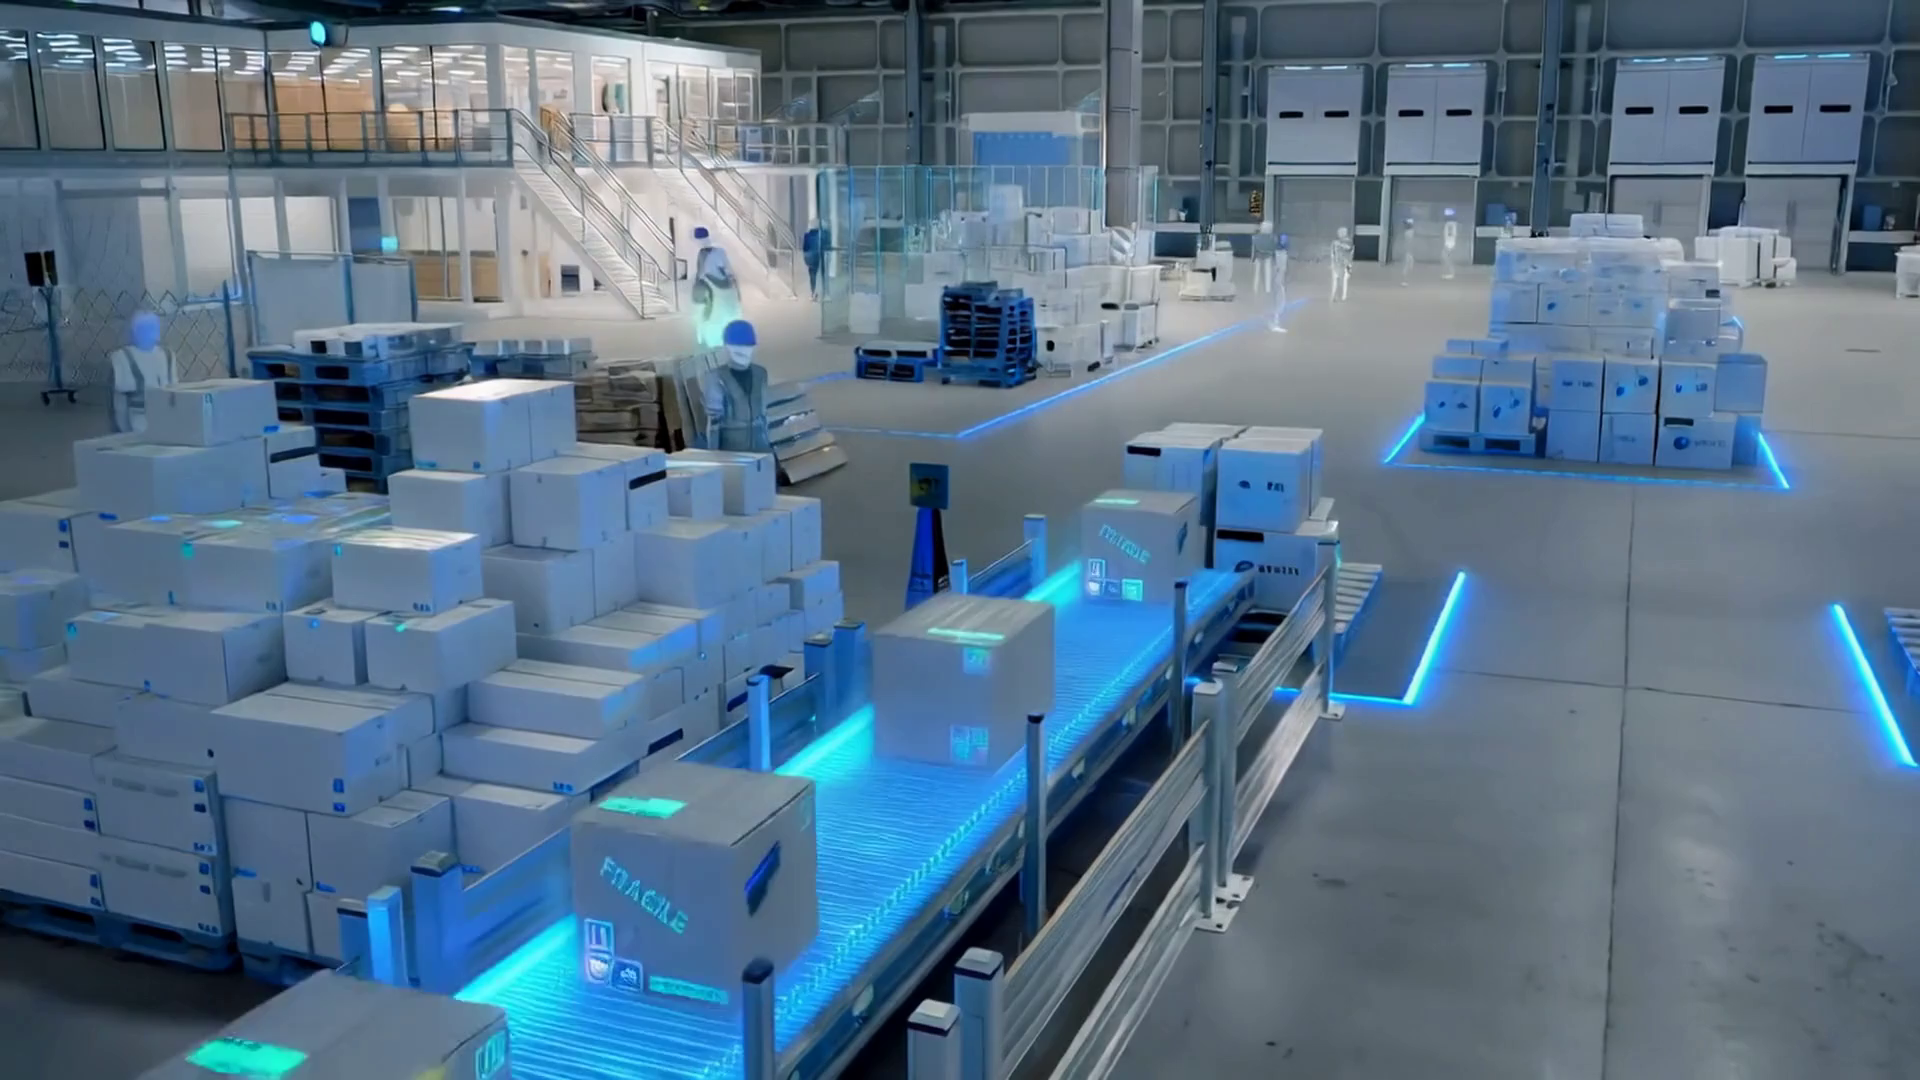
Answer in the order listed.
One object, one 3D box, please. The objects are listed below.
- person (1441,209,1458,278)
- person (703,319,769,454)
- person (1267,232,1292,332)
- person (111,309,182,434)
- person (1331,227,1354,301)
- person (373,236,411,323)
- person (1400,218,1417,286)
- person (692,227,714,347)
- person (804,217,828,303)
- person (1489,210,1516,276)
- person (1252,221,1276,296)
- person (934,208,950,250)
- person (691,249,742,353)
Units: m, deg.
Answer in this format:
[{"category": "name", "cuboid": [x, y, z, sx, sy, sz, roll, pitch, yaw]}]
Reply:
[{"category": "person", "cuboid": [13.667, -8.287, 46.545, 0.429, 1.920, 0.543, 9, 16, 36]}, {"category": "person", "cuboid": [-1.610, -0.660, 12.277, 0.548, 1.936, 0.378, -11, 17, -41]}, {"category": "person", "cuboid": [6.002, -4.803, 31.053, 0.387, 1.858, 0.538, 7, 14, 30]}, {"category": "person", "cuboid": [-6.750, -1.011, 14.037, 0.808, 1.850, 0.605, 5, 14, 22]}, {"category": "person", "cuboid": [8.827, -6.374, 38.457, 0.534, 1.697, 0.318, 2, 13, 11]}, {"category": "person", "cuboid": [-9.408, -4.080, 27.640, 0.593, 1.928, 0.362, -8, 15, -32]}, {"category": "person", "cuboid": [11.729, -7.484, 43.294, 0.506, 1.747, 0.560, 4, 13, 16]}, {"category": "person", "cuboid": [-4.368, -4.324, 28.499, 0.388, 2.034, 0.605, 2, 13, 8]}, {"category": "person", "cuboid": [-3.282, -6.351, 37.819, 0.627, 1.934, 0.372, -11, 17, -41]}, {"category": "person", "cuboid": [15.474, -8.408, 47.171, 0.603, 1.885, 0.972, -10, 16, -38]}, {"category": "person", "cuboid": [7.317, -6.773, 40.044, 0.644, 1.772, 0.988, -2, 13, -7]}, {"category": "person", "cuboid": [-0.455, -8.277, 46.428, 0.606, 1.944, 0.403, 1, 13, 4]}, {"category": "person", "cuboid": [-3.200, -2.833, 21.792, 0.945, 2.000, 0.677, 9, 16, 36]}]
